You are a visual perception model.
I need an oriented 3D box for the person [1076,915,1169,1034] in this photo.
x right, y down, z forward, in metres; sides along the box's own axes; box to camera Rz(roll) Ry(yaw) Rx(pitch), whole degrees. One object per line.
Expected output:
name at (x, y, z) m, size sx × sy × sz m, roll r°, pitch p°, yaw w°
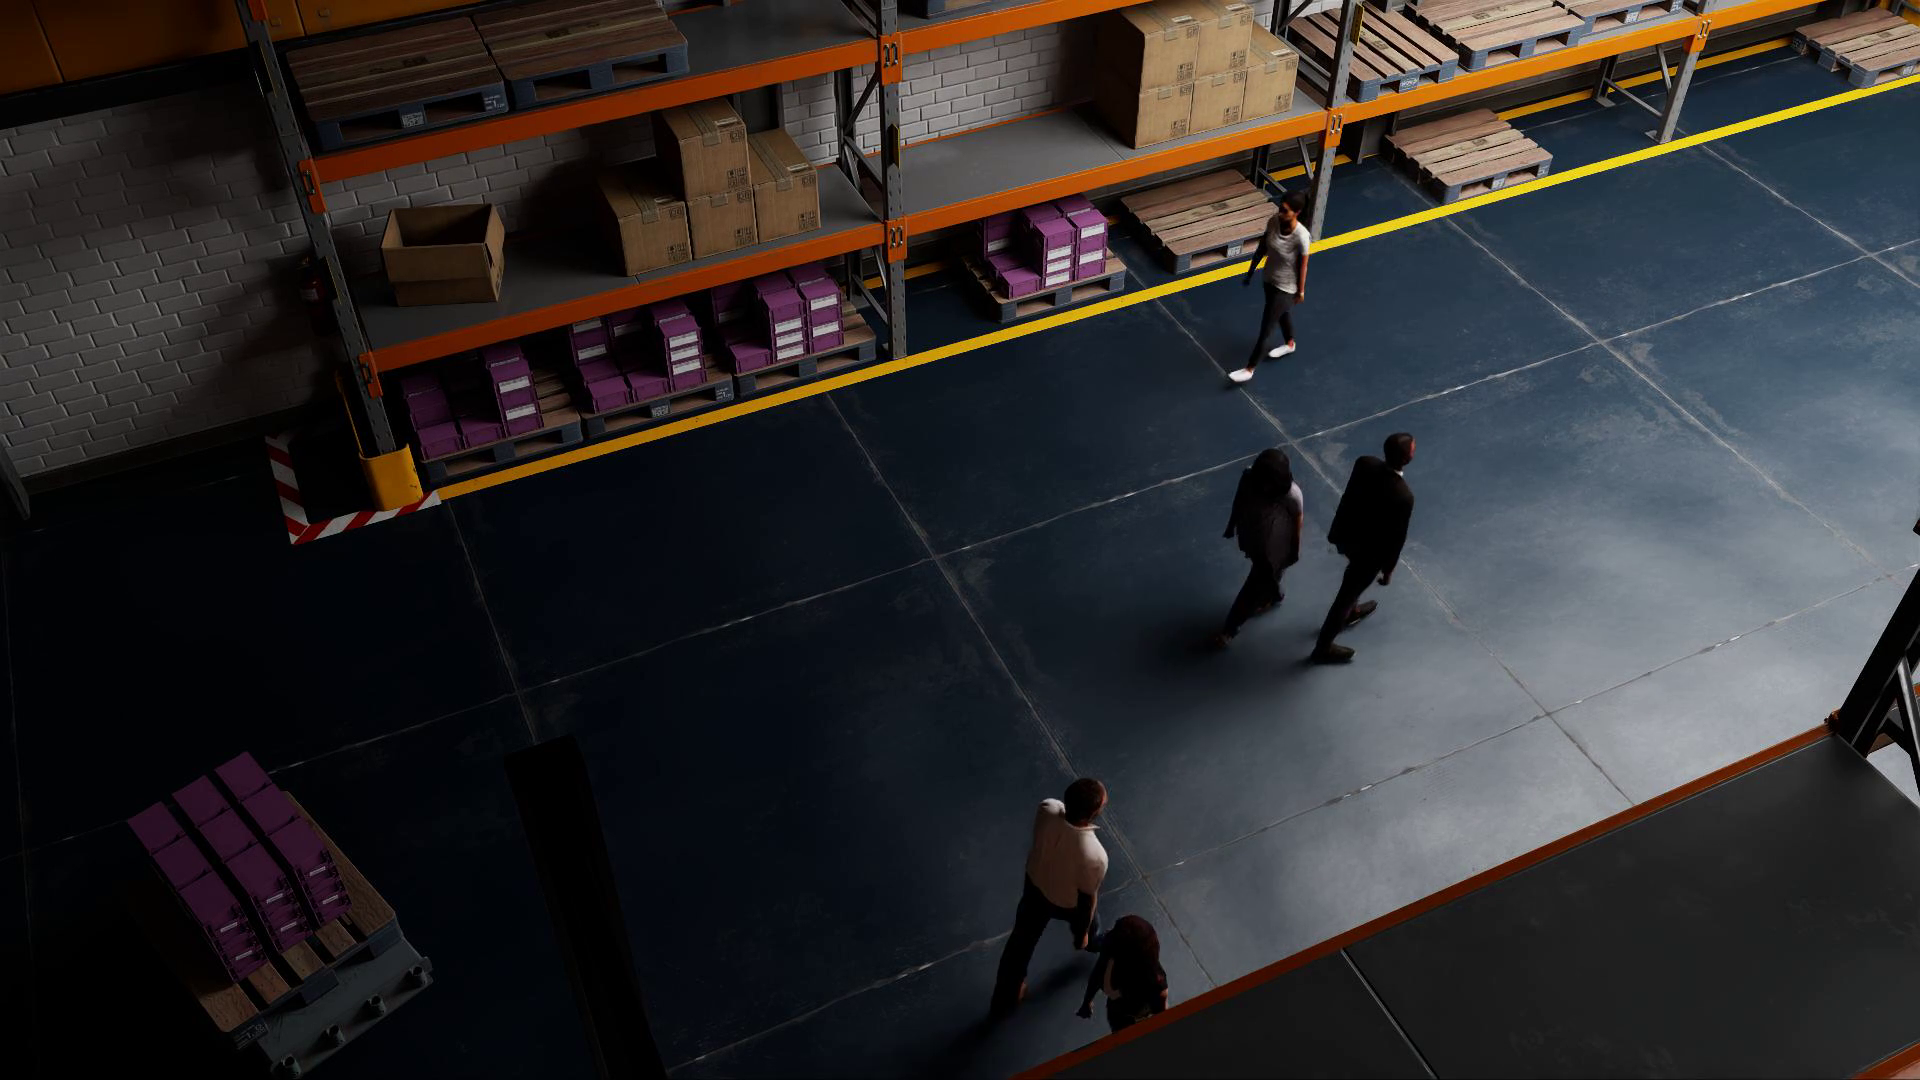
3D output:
person at (0.905, 2.357, 8.184) m, size 0.912 × 1.773 × 0.657 m, roll -21°, pitch 47°, yaw -21°

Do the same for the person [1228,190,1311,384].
person at (2.553, -2.023, 12.903) m, size 1.008 × 1.605 × 0.624 m, roll -20°, pitch 47°, yaw -20°

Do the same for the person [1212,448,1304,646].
person at (2.053, -0.047, 10.856) m, size 1.056 × 1.567 × 0.809 m, roll -28°, pitch 50°, yaw -27°

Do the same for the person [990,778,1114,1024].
person at (0.433, 1.913, 8.636) m, size 1.288 × 1.793 × 0.959 m, roll -30°, pitch 51°, yaw -28°

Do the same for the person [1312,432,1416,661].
person at (2.517, 0.062, 10.591) m, size 0.866 × 1.775 × 0.703 m, roll -17°, pitch 46°, yaw -17°
